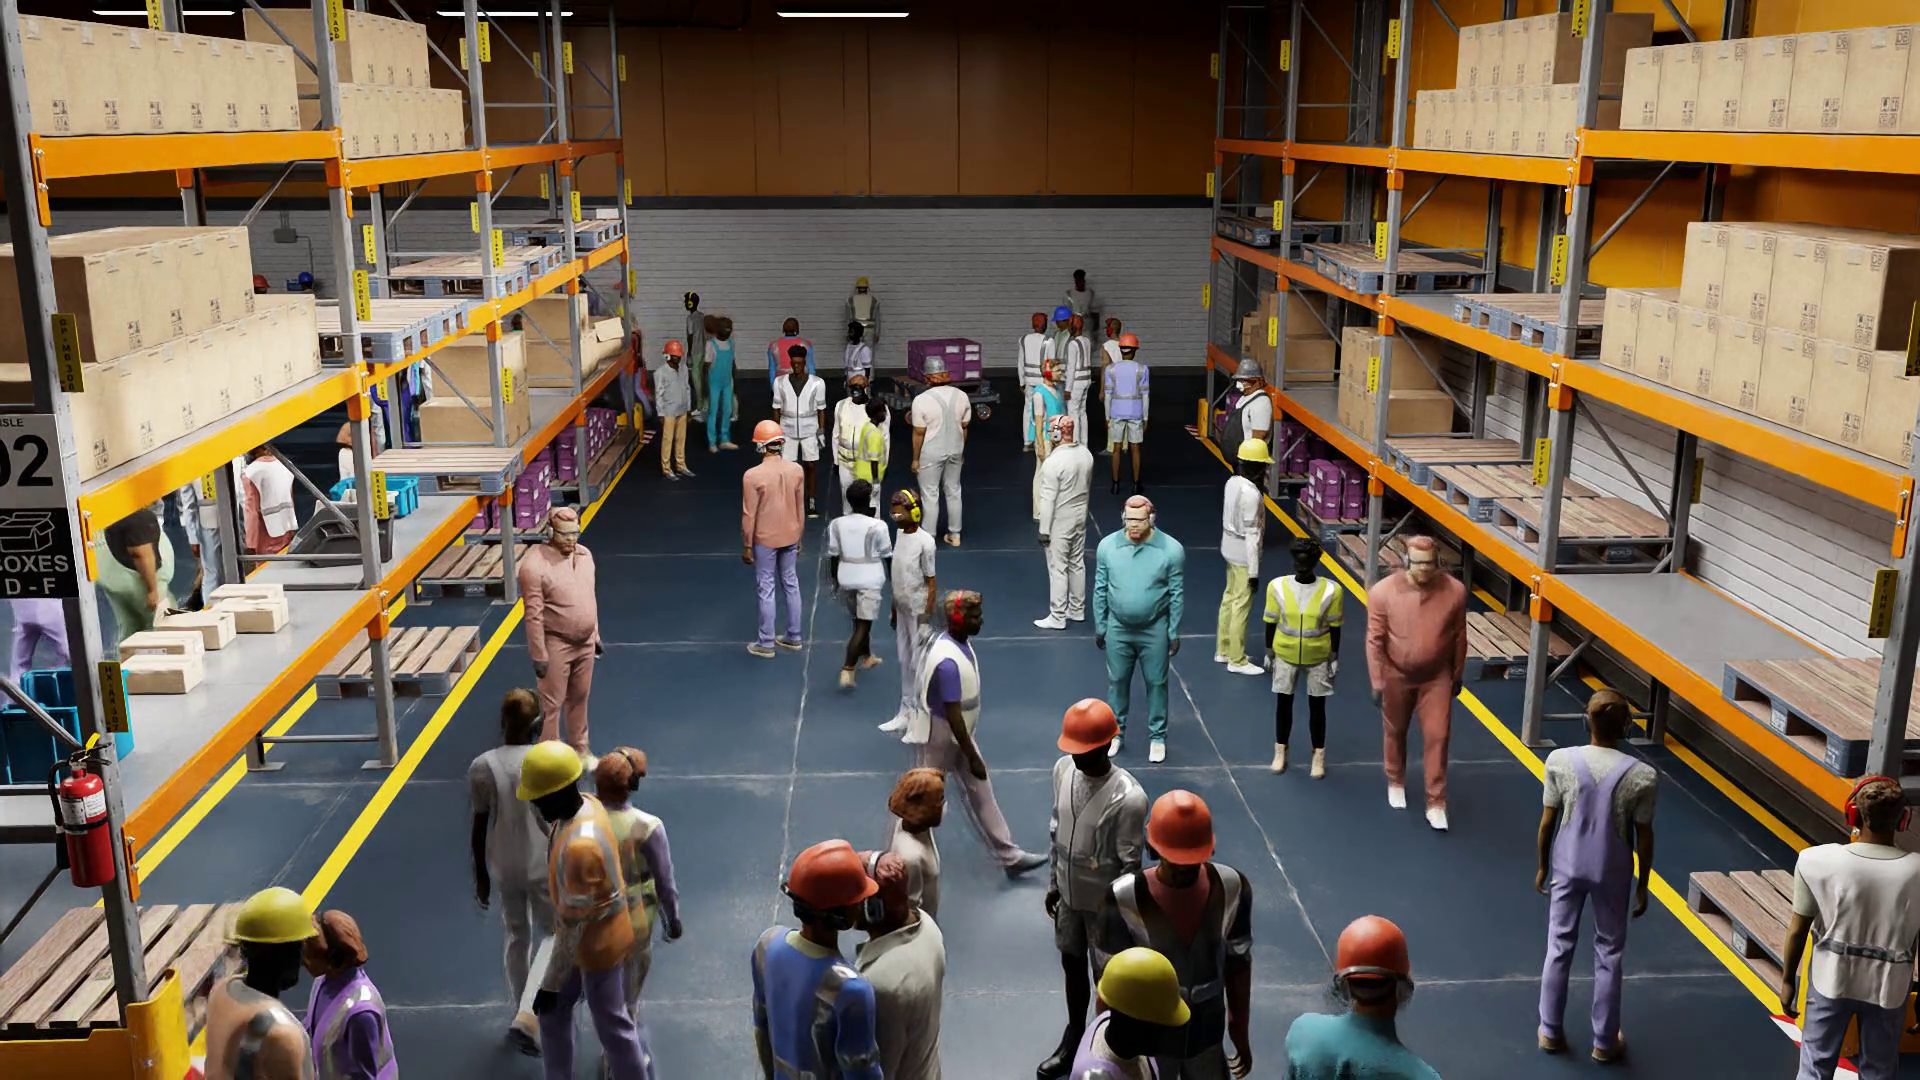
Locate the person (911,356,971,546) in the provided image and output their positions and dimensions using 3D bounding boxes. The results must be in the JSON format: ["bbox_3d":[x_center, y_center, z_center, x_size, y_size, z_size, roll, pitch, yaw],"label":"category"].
[{"bbox_3d":[-0.256,-0.915,17.310,0.681,2.000,0.538,-9,17,-33],"label":"person"}]

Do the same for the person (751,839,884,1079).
[{"bbox_3d":[-0.455,2.006,5.839,0.376,2.042,0.615,-13,19,-41],"label":"person"}]

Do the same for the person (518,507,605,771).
[{"bbox_3d":[-2.639,0.711,11.210,0.404,1.903,0.635,8,16,29],"label":"person"}]

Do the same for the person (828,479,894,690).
[{"bbox_3d":[-0.793,0.345,13.166,0.538,1.660,0.841,8,16,28],"label":"person"}]

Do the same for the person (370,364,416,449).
[{"bbox_3d":[-7.022,-1.755,20.608,0.535,2.000,0.683,-3,15,-13],"label":"person"}]

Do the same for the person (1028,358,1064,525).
[{"bbox_3d":[0.954,-1.089,18.373,0.381,1.849,0.570,6,15,21],"label":"person"}]

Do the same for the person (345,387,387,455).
[{"bbox_3d":[-7.531,-1.703,21.018,0.486,1.738,0.321,-12,19,-40],"label":"person"}]

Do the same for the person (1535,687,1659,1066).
[{"bbox_3d":[2.997,1.587,7.880,0.516,1.842,0.328,8,16,28],"label":"person"}]

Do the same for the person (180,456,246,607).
[{"bbox_3d":[-6.408,-0.091,14.351,0.410,1.908,0.598,8,17,30],"label":"person"}]

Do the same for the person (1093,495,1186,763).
[{"bbox_3d":[1.231,0.615,11.597,0.645,1.900,0.399,4,15,17],"label":"person"}]

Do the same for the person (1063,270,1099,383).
[{"bbox_3d":[2.018,-3.573,27.978,0.660,1.939,0.528,0,14,0],"label":"person"}]

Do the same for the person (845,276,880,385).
[{"bbox_3d":[-1.630,-3.500,27.902,0.586,1.824,0.404,-1,14,-5],"label":"person"}]

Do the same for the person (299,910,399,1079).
[{"bbox_3d":[-2.251,2.128,6.185,0.324,1.630,0.520,-10,18,-35],"label":"person"}]

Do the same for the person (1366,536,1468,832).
[{"bbox_3d":[2.903,0.900,10.549,0.651,1.870,0.893,2,14,7],"label":"person"}]

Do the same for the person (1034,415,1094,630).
[{"bbox_3d":[0.898,-0.161,14.639,0.399,1.900,0.643,11,18,37],"label":"person"}]

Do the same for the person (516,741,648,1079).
[{"bbox_3d":[-1.697,1.755,7.141,0.769,1.883,0.589,-5,15,-20],"label":"person"}]

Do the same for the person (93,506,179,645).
[{"bbox_3d":[-6.226,0.283,12.610,0.702,2.000,0.552,10,17,34],"label":"person"}]

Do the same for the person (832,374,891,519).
[{"bbox_3d":[-1.040,-0.805,17.277,0.623,1.844,0.429,4,15,14],"label":"person"}]

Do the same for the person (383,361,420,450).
[{"bbox_3d":[-7.293,-1.933,21.547,0.593,1.922,0.391,-4,15,-16],"label":"person"}]

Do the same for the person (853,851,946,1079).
[{"bbox_3d":[-0.269,2.025,6.068,0.399,1.897,0.652,3,15,11],"label":"person"}]

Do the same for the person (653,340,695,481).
[{"bbox_3d":[-3.534,-1.615,20.653,0.350,1.744,0.565,9,17,33],"label":"person"}]

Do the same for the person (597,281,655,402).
[{"bbox_3d":[-5.276,-3.133,26.206,0.989,1.954,0.628,-6,15,-22],"label":"person"}]

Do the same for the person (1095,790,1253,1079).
[{"bbox_3d":[0.820,1.892,6.327,0.614,2.029,0.409,-3,15,-12],"label":"person"}]

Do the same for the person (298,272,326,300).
[{"bbox_3d":[-10.728,-3.457,27.511,0.431,1.936,0.616,8,17,30],"label":"person"}]

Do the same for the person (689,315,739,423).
[{"bbox_3d":[-3.585,-2.494,24.405,0.591,1.579,0.847,12,18,38],"label":"person"}]

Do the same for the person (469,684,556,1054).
[{"bbox_3d":[-2.074,1.591,7.906,0.523,1.825,0.562,1,14,6],"label":"person"}]

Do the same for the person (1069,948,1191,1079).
[{"bbox_3d":[0.524,2.188,5.395,0.397,1.912,0.591,3,15,12],"label":"person"}]

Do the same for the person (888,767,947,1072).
[{"bbox_3d":[-0.201,1.792,7.520,0.288,1.625,0.497,0,14,2],"label":"person"}]

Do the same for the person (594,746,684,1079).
[{"bbox_3d":[-1.532,1.730,7.751,0.533,1.618,0.485,8,16,27],"label":"person"}]

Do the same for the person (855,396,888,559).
[{"bbox_3d":[-0.893,-0.626,16.898,0.345,1.680,0.536,-3,15,-11],"label":"person"}]

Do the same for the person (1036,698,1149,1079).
[{"bbox_3d":[0.588,1.625,7.577,0.391,1.925,0.551,-12,18,-39],"label":"person"}]

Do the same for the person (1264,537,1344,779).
[{"bbox_3d":[2.326,0.790,11.322,0.537,1.688,0.319,4,15,16],"label":"person"}]

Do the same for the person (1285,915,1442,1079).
[{"bbox_3d":[1.306,2.169,5.408,0.938,1.934,0.640,-13,19,-42],"label":"person"}]

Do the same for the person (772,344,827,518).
[{"bbox_3d":[-1.800,-1.216,18.638,0.603,1.967,0.366,0,14,-1],"label":"person"}]

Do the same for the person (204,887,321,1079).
[{"bbox_3d":[-2.324,2.107,5.766,0.813,1.878,0.640,-14,20,-43],"label":"person"}]

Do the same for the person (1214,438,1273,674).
[{"bbox_3d":[2.313,0.125,13.480,0.401,1.916,0.614,-2,15,-10],"label":"person"}]

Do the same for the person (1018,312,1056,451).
[{"bbox_3d":[1.045,-2.106,22.304,0.584,1.879,0.337,10,17,34],"label":"person"}]

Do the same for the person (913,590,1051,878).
[{"bbox_3d":[0.018,1.161,9.654,1.001,1.788,0.577,3,15,10],"label":"person"}]

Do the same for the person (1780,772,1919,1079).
[{"bbox_3d":[3.684,1.857,6.840,0.560,1.836,0.393,6,15,22],"label":"person"}]

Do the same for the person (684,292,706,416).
[{"bbox_3d":[-3.982,-2.803,25.096,0.328,1.861,0.507,4,15,17],"label":"person"}]

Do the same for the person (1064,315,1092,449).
[{"bbox_3d":[1.559,-2.052,22.106,0.359,1.879,0.586,7,16,26],"label":"person"}]

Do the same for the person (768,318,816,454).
[{"bbox_3d":[-2.216,-2.026,22.067,0.619,1.845,0.430,1,14,3],"label":"person"}]

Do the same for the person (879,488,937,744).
[{"bbox_3d":[-0.360,0.537,11.964,0.328,1.865,0.521,-9,17,-31],"label":"person"}]

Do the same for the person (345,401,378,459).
[{"bbox_3d":[-7.571,-1.870,21.179,0.619,1.986,0.410,4,15,15],"label":"person"}]

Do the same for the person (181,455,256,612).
[{"bbox_3d":[-6.598,-0.237,14.990,0.966,1.885,0.589,-12,19,-40],"label":"person"}]

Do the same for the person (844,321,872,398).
[{"bbox_3d":[-1.420,-2.166,22.905,0.321,1.697,0.529,-12,18,-38],"label":"person"}]

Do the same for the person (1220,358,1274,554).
[{"bbox_3d":[2.944,-0.873,17.147,0.535,2.000,0.681,-1,14,-3],"label":"person"}]

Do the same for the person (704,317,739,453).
[{"bbox_3d":[-3.209,-2.076,22.301,0.378,1.830,0.524,12,19,39],"label":"person"}]

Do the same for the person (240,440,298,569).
[{"bbox_3d":[-5.863,-0.048,14.183,0.410,1.908,0.598,3,15,13],"label":"person"}]

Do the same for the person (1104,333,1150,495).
[{"bbox_3d":[1.989,-1.496,19.817,0.543,1.927,0.375,3,15,12],"label":"person"}]

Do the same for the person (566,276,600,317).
[{"bbox_3d":[-6.182,-3.372,27.161,0.635,1.936,0.353,-6,16,-24],"label":"person"}]

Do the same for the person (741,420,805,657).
[{"bbox_3d":[-1.565,-0.016,13.900,0.614,1.987,0.408,-13,20,-42],"label":"person"}]

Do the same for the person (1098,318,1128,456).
[{"bbox_3d":[2.071,-2.023,22.087,0.392,1.834,0.565,12,19,40],"label":"person"}]

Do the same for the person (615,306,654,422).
[{"bbox_3d":[-4.831,-2.538,24.316,0.491,1.732,0.567,6,15,22],"label":"person"}]

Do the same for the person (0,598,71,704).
[{"bbox_3d":[-6.633,0.579,11.919,0.731,1.821,0.440,0,14,0],"label":"person"}]
